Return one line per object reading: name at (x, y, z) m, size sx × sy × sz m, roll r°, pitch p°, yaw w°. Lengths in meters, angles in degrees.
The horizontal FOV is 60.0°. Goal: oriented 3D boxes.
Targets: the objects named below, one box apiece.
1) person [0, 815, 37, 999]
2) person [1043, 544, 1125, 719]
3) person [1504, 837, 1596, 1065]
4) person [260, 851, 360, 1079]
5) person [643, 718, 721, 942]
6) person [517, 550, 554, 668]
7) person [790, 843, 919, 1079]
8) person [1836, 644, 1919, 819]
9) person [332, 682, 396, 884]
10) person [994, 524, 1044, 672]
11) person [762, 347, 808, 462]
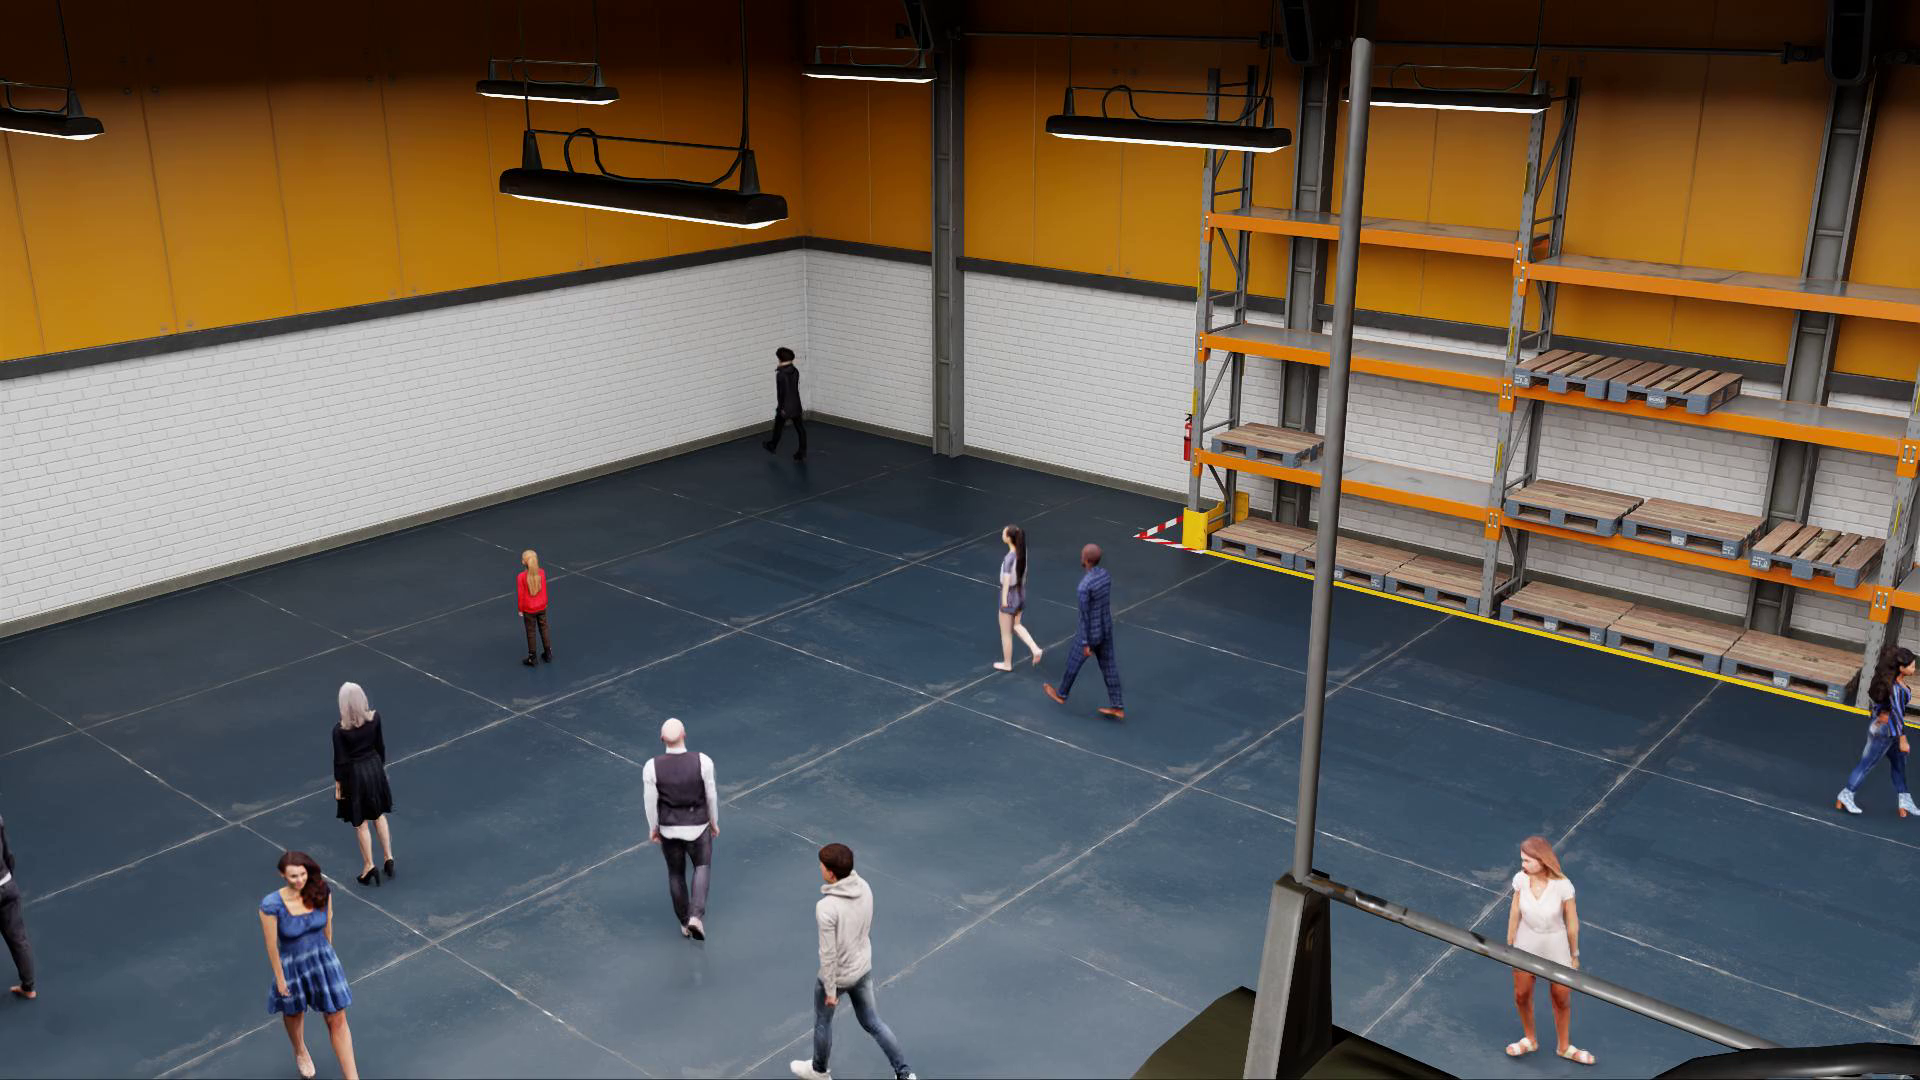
person at (-6.841, 2.511, 11.787) m, size 0.857 × 1.704 × 0.732 m, roll 10°, pitch 21°, yaw 27°
person at (1.393, 0.933, 16.387) m, size 1.148 × 1.759 × 0.660 m, roll 16°, pitch 24°, yaw 39°
person at (3.946, 2.750, 11.135) m, size 0.588 × 1.667 × 0.916 m, roll 6°, pitch 20°, yaw 17°
person at (-4.282, 2.817, 10.806) m, size 0.759 × 1.751 × 1.188 m, roll -15°, pitch 23°, yaw -37°
person at (-2.072, 2.220, 12.479) m, size 0.983 × 1.814 × 1.053 m, roll -3°, pitch 19°, yaw -8°
person at (-4.558, 0.715, 17.781) m, size 0.515 × 1.281 × 0.517 m, roll -17°, pitch 25°, yaw -41°
person at (-0.647, 2.815, 10.698) m, size 1.242 × 1.822 × 0.772 m, roll 12°, pitch 22°, yaw 32°
person at (7.935, 1.678, 14.440) m, size 0.957 × 1.589 × 0.701 m, roll 12°, pitch 22°, yaw 31°
person at (-4.782, 1.955, 13.370) m, size 0.562 × 1.747 × 0.611 m, roll 13°, pitch 23°, yaw 34°
person at (0.630, 0.630, 17.476) m, size 0.788 × 1.638 × 0.648 m, roll 12°, pitch 22°, yaw 32°
person at (-2.521, -2.011, 25.178) m, size 1.103 × 1.728 × 0.682 m, roll 18°, pitch 25°, yaw 42°
